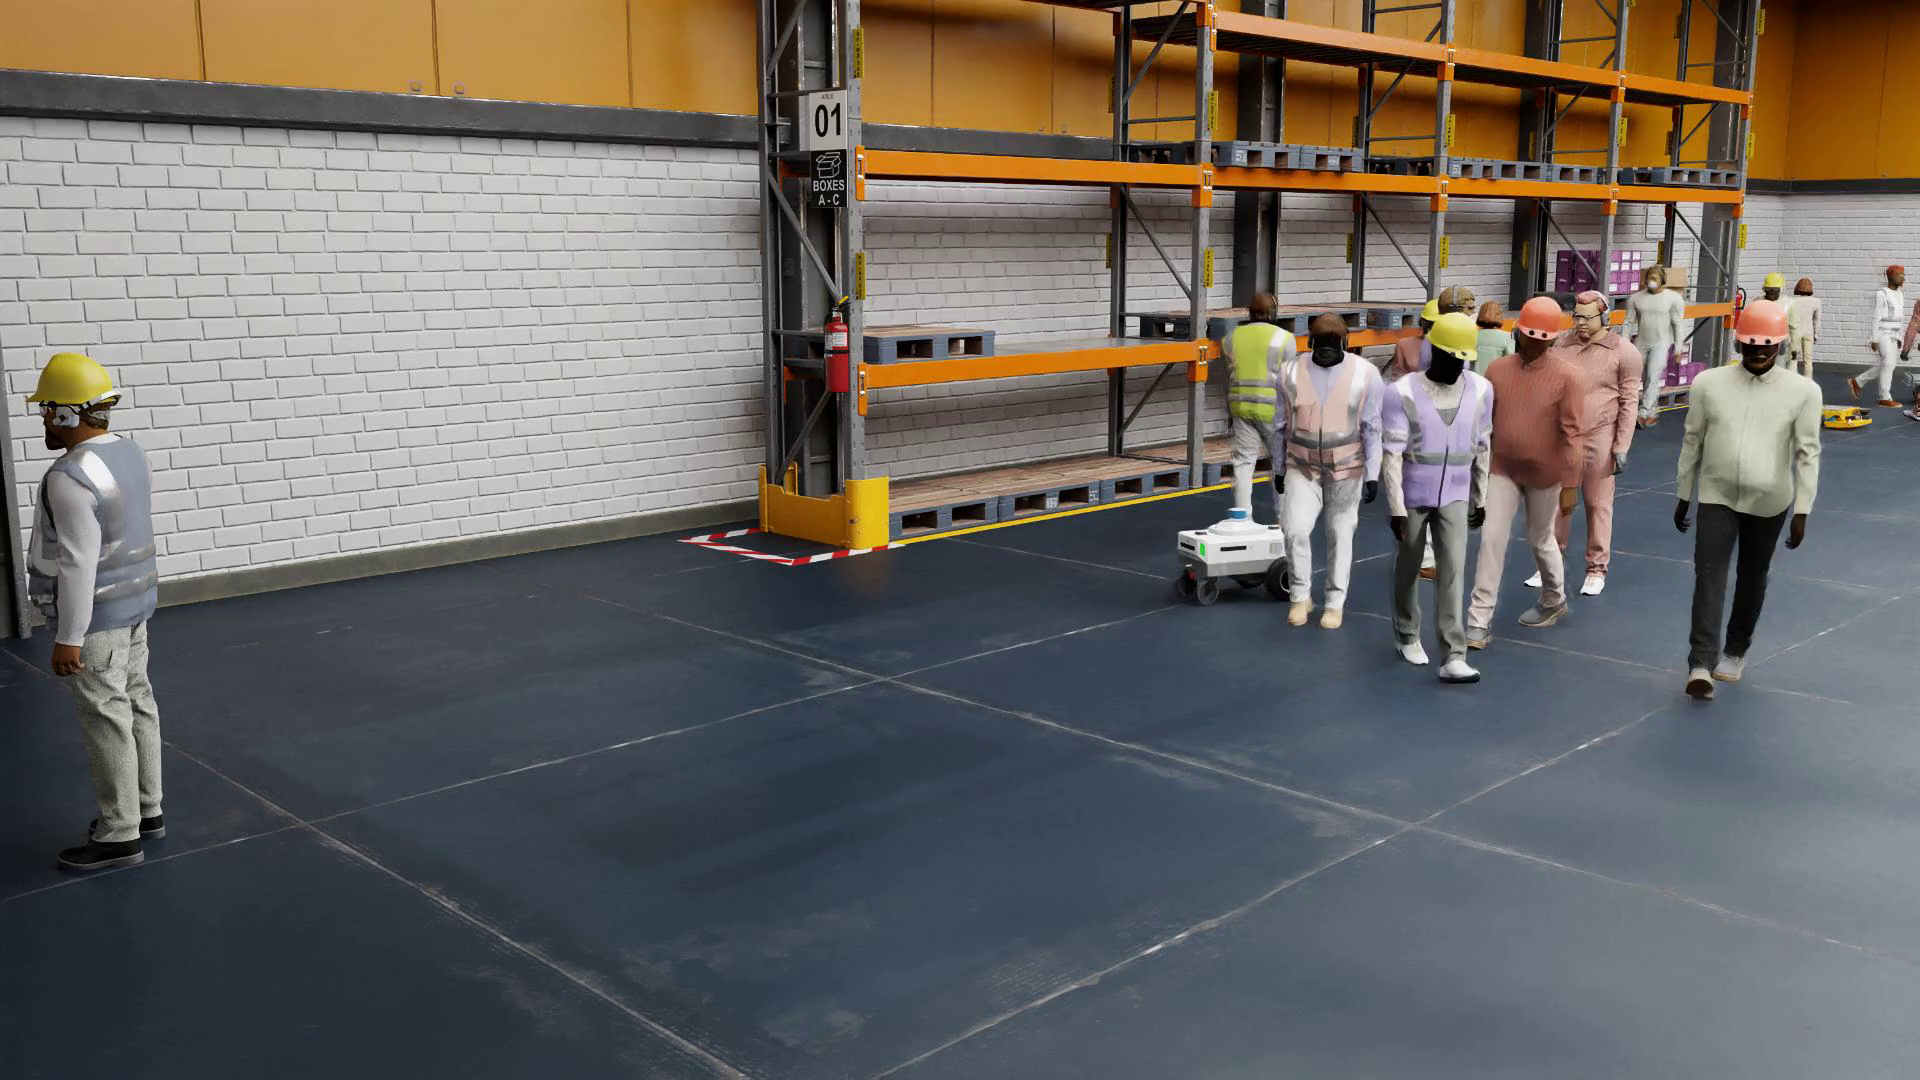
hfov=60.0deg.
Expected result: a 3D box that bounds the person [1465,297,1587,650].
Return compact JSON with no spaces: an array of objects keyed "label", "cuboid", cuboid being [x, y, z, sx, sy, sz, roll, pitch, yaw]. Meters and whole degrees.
[{"label":"person","cuboid":[3.145,-0.384,9.190,0.675,1.928,1.019,10,14,43]}]

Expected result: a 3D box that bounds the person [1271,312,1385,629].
[{"label":"person","cuboid":[2.075,-0.385,9.461,0.641,1.814,0.487,4,11,20]}]

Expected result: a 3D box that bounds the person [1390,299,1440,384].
[{"label":"person","cuboid":[3.633,-1.021,13.098,0.557,1.742,0.378,6,12,30]}]

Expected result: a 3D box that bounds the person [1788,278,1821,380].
[{"label":"person","cuboid":[11.952,-2.896,23.649,0.507,1.631,0.265,0,10,3]}]

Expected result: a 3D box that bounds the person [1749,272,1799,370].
[{"label":"person","cuboid":[10.158,-2.444,20.785,0.622,1.807,0.730,9,14,40]}]

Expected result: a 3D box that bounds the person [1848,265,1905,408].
[{"label":"person","cuboid":[12.078,-2.672,21.807,0.589,1.862,0.698,-7,13,-34]}]

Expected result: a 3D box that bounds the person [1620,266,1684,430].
[{"label":"person","cuboid":[7.955,-2.213,19.227,0.648,1.879,1.058,10,14,43]}]

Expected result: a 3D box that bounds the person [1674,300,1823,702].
[{"label":"person","cuboid":[3.788,-0.185,8.044,0.628,1.926,1.058,5,12,27]}]

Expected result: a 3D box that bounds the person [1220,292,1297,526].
[{"label":"person","cuboid":[2.304,-0.951,12.550,0.641,1.809,0.816,7,13,34]}]

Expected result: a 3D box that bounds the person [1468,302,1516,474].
[{"label":"person","cuboid":[4.929,-1.411,15.588,0.577,1.622,0.308,6,12,29]}]

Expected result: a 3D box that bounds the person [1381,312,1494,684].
[{"label":"person","cuboid":[2.416,-0.211,8.389,0.601,1.854,0.960,-1,10,-3]}]

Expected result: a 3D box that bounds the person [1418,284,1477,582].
[{"label":"person","cuboid":[3.118,-0.686,10.811,0.382,1.932,0.623,2,11,12]}]

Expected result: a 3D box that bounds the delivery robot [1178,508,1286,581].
[{"label":"delivery robot","cuboid":[1.714,0.045,10.296,0.707,0.478,0.477,-4,11,-21]}]

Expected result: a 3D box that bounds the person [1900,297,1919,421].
[{"label":"person","cuboid":[11.602,-2.298,19.777,0.666,1.864,0.982,-1,10,-8]}]

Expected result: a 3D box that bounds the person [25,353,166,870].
[{"label":"person","cuboid":[-3.086,0.252,5.939,0.404,1.833,0.590,-1,10,-6]}]

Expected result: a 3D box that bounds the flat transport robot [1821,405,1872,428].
[{"label":"flat transport robot","cuboid":[9.965,-1.504,19.772,0.652,0.197,1.431,-10,14,-44]}]

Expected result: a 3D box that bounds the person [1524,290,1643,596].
[{"label":"person","cuboid":[3.894,-0.608,10.442,0.406,1.903,0.637,-10,14,-43]}]
